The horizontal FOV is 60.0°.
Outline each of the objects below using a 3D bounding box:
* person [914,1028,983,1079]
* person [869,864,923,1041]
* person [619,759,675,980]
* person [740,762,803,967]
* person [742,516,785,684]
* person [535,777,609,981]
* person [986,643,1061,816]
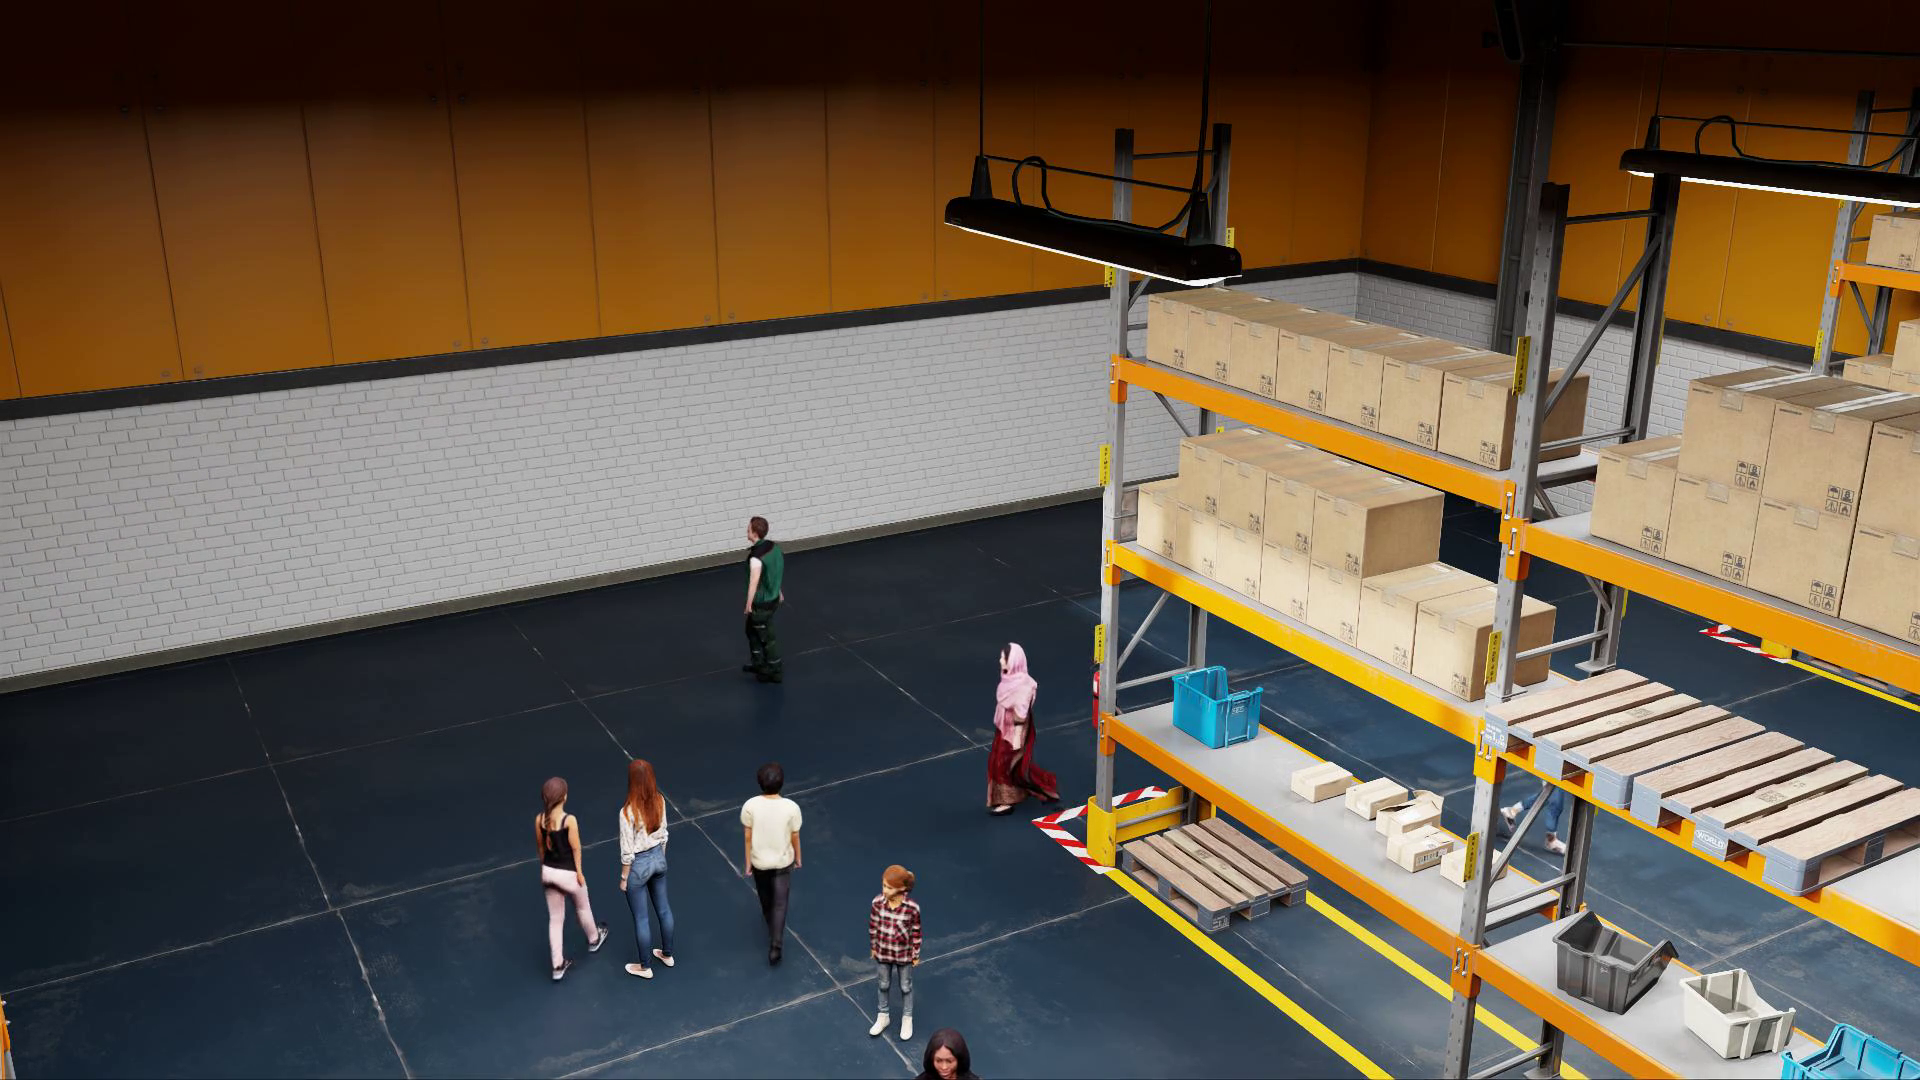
[{"bbox_3d":[-0.067,3.440,9.097,0.666,1.741,0.653,-1,19,-4],"label":"person"},{"bbox_3d":[-0.447,2.838,11.565,0.598,1.306,0.657,5,19,14],"label":"person"},{"bbox_3d":[-2.304,2.396,12.213,0.611,1.729,0.636,15,24,38],"label":"person"},{"bbox_3d":[-1.403,2.435,12.359,0.880,1.562,1.020,0,19,1],"label":"person"},{"bbox_3d":[-1.977,0.638,17.285,0.900,1.825,0.839,5,19,15],"label":"person"},{"bbox_3d":[-2.948,2.498,12.208,0.870,1.539,0.945,4,19,13],"label":"person"},{"bbox_3d":[0.549,1.666,14.554,0.749,1.618,0.835,-8,20,-22],"label":"person"}]
